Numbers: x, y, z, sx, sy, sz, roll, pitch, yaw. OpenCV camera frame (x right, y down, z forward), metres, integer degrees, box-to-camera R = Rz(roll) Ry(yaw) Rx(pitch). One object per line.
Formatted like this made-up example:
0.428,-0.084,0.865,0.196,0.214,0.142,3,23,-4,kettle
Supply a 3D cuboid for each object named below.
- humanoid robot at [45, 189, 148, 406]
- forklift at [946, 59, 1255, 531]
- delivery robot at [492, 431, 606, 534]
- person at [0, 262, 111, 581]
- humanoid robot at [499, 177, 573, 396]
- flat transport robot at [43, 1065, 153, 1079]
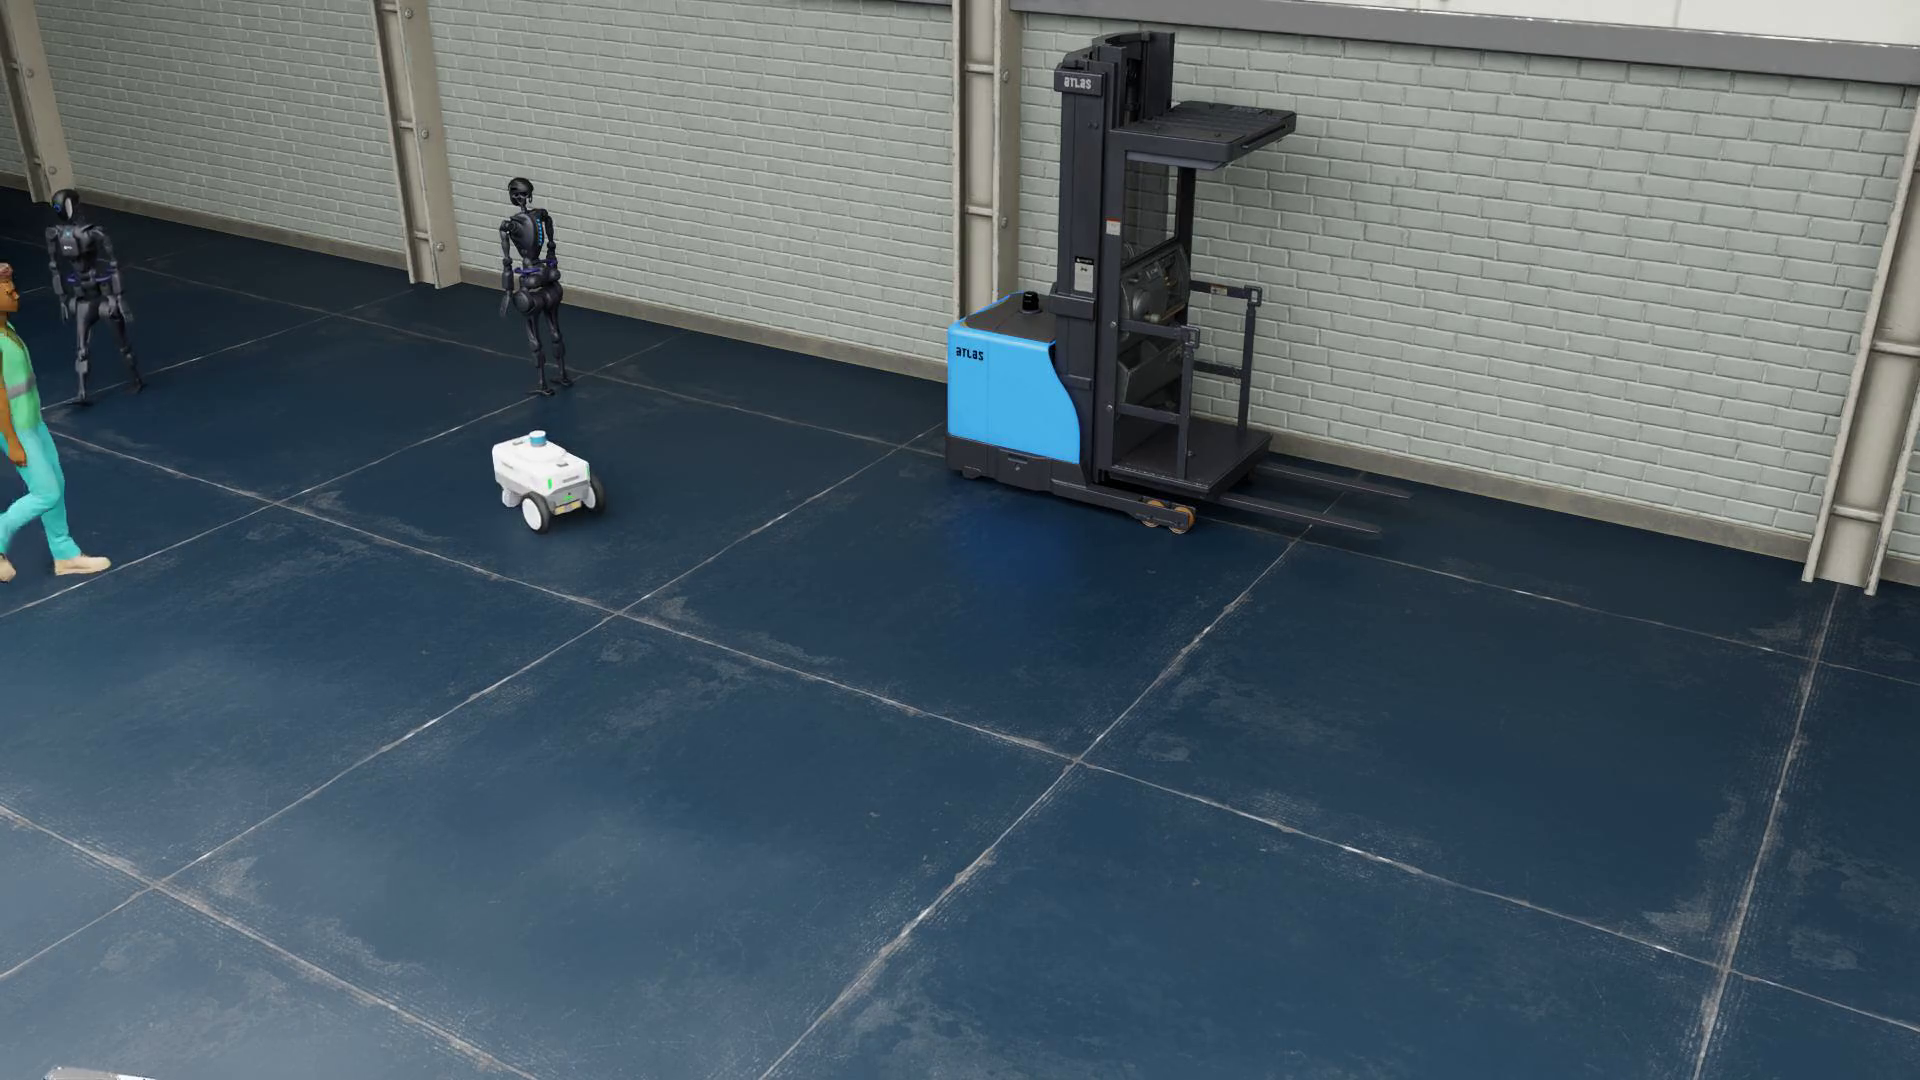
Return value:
-6.515,-1.809,12.474,0.596,1.629,0.735,2,25,5,humanoid robot
0.933,-1.707,10.833,1.873,2.768,1.129,15,29,28,forklift
-2.688,-0.401,10.782,0.775,0.604,0.507,23,33,39,delivery robot
-5.507,-0.651,9.656,0.598,1.964,0.506,-6,26,-13,person
-3.255,-1.935,12.688,0.315,1.657,0.599,15,29,28,humanoid robot
-2.756,2.172,5.664,1.431,0.231,0.659,4,26,9,flat transport robot
